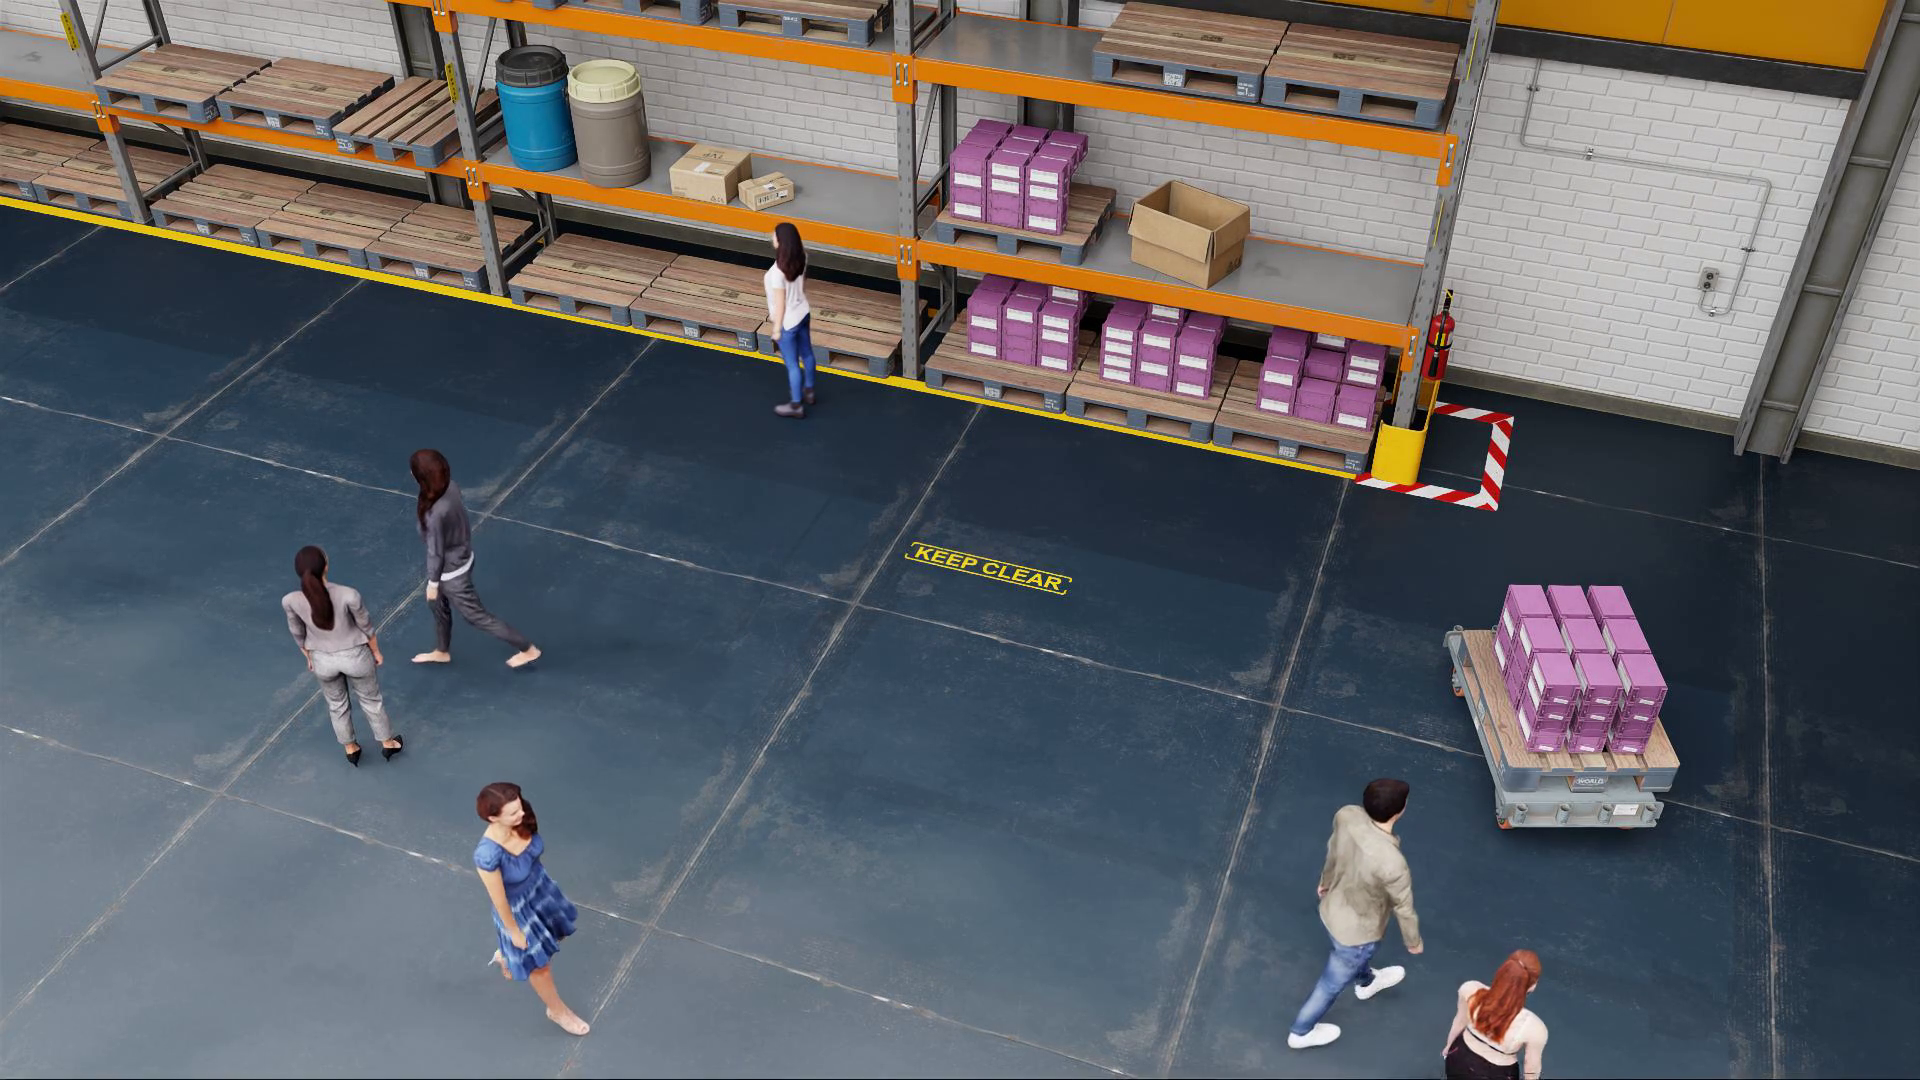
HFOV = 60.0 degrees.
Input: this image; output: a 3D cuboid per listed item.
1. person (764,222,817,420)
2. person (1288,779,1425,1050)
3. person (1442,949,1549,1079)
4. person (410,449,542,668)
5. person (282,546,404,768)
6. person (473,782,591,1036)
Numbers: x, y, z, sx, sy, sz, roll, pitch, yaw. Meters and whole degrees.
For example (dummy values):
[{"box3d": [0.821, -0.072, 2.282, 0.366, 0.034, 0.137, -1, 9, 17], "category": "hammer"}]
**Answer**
[{"box3d": [-1.312, -1.716, 13.049, 0.547, 1.685, 0.618, 17, 42, 20], "category": "person"}, {"box3d": [1.898, 1.938, 8.356, 1.160, 1.831, 1.064, -11, 40, -13], "category": "person"}, {"box3d": [2.371, 2.525, 7.697, 0.815, 1.736, 0.834, 31, 48, 33], "category": "person"}, {"box3d": [-3.150, 0.180, 10.641, 1.191, 1.727, 0.949, -4, 39, -5], "category": "person"}, {"box3d": [-3.720, 0.719, 10.004, 0.683, 1.680, 0.779, -6, 39, -7], "category": "person"}, {"box3d": [-2.255, 1.877, 8.463, 0.848, 1.793, 0.702, 9, 40, 11], "category": "person"}]
